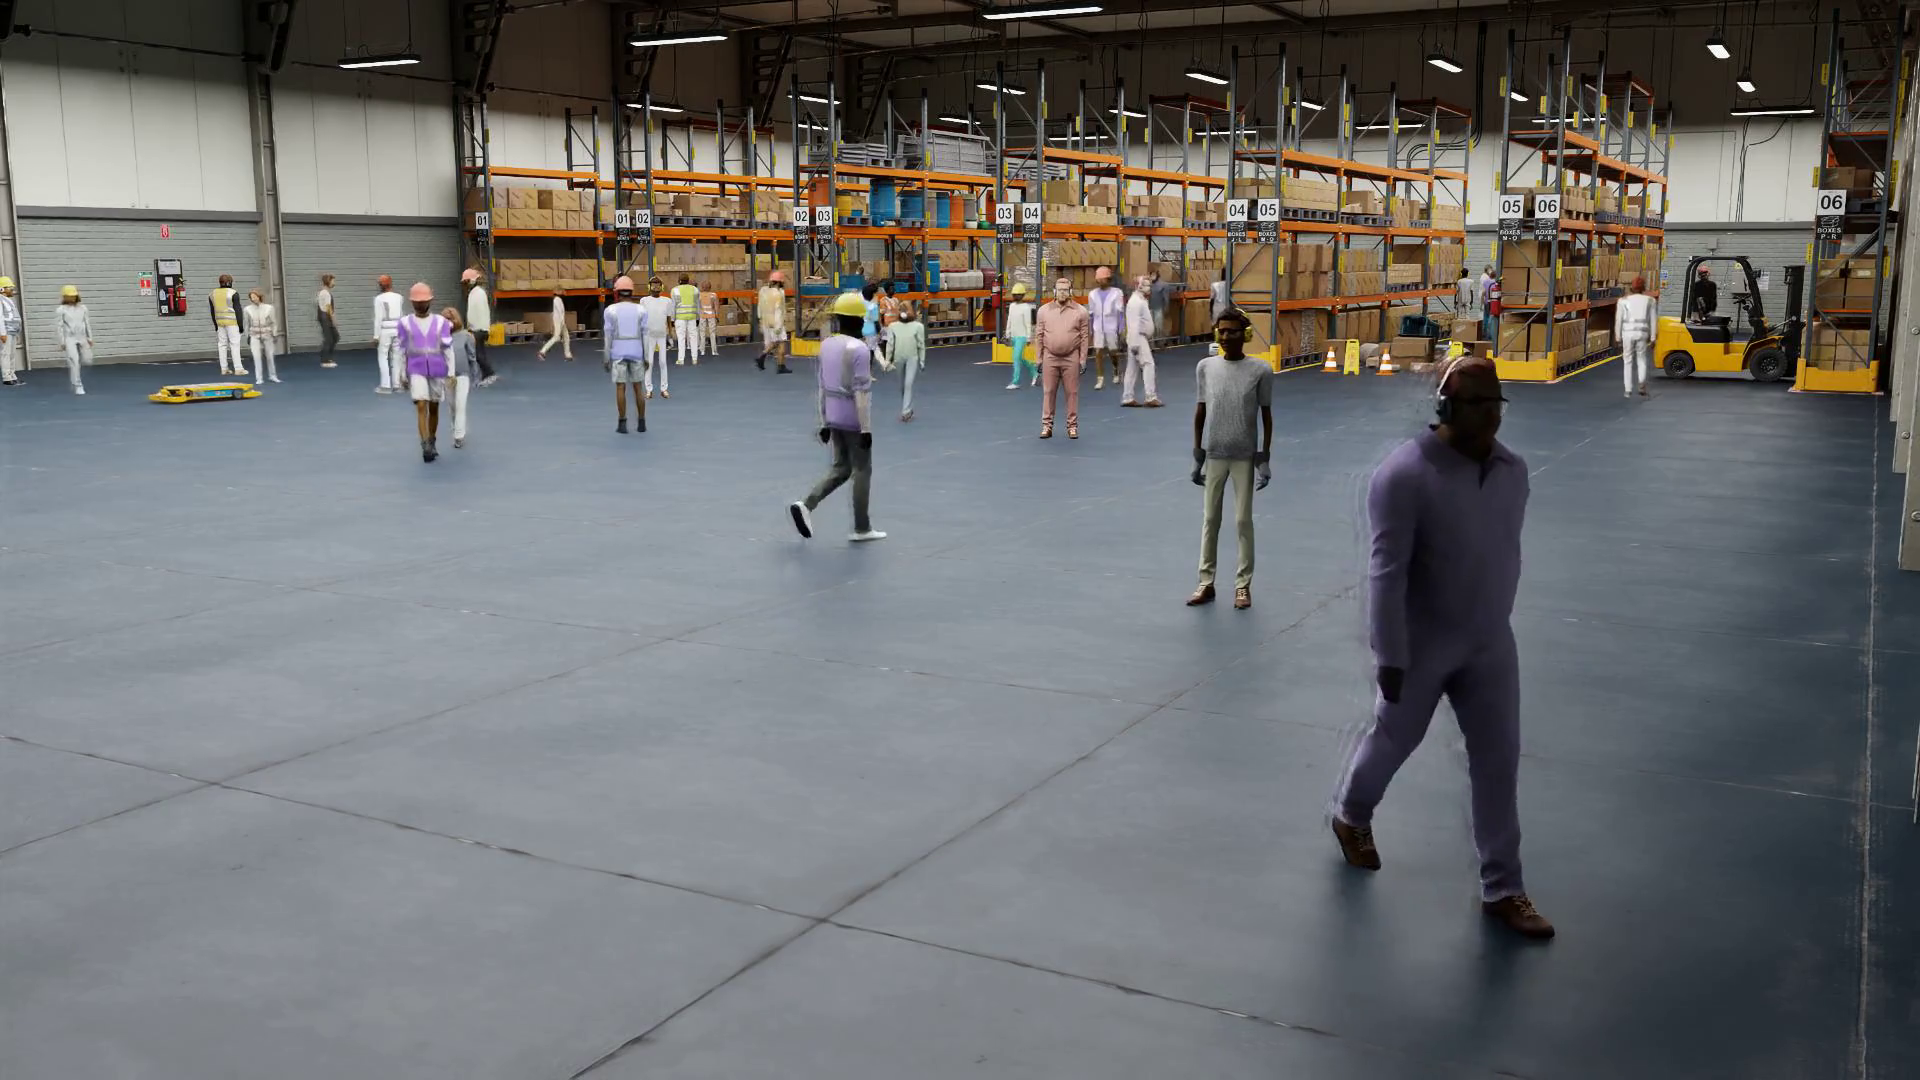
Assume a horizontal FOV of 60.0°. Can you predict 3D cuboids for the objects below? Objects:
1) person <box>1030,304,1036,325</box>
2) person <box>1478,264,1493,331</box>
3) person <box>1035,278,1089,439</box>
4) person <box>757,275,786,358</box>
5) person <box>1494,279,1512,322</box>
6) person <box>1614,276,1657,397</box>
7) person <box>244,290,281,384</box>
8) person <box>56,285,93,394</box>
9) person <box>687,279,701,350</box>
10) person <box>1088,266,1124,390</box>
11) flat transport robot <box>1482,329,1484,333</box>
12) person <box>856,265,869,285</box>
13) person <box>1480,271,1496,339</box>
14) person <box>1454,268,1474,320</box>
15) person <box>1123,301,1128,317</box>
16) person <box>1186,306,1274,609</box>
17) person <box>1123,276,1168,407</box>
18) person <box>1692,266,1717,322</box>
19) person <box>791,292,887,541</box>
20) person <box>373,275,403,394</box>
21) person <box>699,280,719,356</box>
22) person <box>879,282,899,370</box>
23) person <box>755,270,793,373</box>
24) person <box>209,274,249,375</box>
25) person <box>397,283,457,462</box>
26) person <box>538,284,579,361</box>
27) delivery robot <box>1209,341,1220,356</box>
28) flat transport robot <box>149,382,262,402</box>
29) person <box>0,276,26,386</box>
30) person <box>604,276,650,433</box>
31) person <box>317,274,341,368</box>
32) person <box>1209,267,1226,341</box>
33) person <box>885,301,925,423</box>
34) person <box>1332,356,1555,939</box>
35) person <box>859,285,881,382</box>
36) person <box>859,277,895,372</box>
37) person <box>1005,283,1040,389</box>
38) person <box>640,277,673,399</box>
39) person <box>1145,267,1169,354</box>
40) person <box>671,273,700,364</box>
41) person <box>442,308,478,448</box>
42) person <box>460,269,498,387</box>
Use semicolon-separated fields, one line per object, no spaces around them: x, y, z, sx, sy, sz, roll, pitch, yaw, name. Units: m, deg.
1.769;-5.256;37.989;0.391;1.914;0.587;-4;11;-23;person
15.149;-6.970;47.968;0.356;1.930;0.635;4;10;22;person
1.210;-2.159;19.860;0.641;1.913;0.408;1;10;7;person
-4.002;-4.784;35.561;0.604;1.791;0.800;-3;10;-18;person
14.052;-6.137;42.939;0.646;1.981;0.878;7;12;36;person
10.426;-3.129;25.691;0.585;1.864;0.432;2;10;11;person
-11.930;-3.470;28.433;0.530;1.607;0.601;-3;10;-16;person
-14.001;-3.166;26.287;0.438;1.727;0.500;7;12;34;person
-6.176;-5.221;38.588;0.522;1.637;0.306;6;11;32;person
2.411;-3.486;27.313;0.628;2.021;0.701;4;10;22;person
14.072;-5.817;46.069;0.652;0.197;1.431;7;12;36;flat transport robot
-2.630;-6.322;44.151;0.627;1.941;0.371;9;13;42;person
14.046;-6.200;43.939;0.588;1.791;1.036;3;10;14;person
13.522;-6.364;44.641;0.509;1.860;0.333;2;10;13;person
4.171;-6.196;43.569;0.658;1.893;0.542;6;11;30;person
1.680;-0.506;10.299;0.515;1.872;0.333;4;11;24;person
2.704;-2.836;23.886;0.785;1.881;0.673;1;10;7;person
16.641;-5.143;37.220;0.824;1.944;0.643;-9;14;-44;person
-0.903;-0.910;12.566;0.704;1.908;0.591;-7;12;-37;person
-9.048;-3.245;26.343;0.369;1.870;0.622;5;11;25;person
-5.524;-4.851;36.400;0.513;1.645;0.307;0;10;2;person
-1.334;-4.082;31.803;0.342;1.683;0.560;7;12;37;person
-3.442;-4.027;30.784;0.598;1.914;0.556;-5;11;-28;person
-13.433;-3.953;30.564;0.621;1.845;0.429;2;10;14;person
-5.709;-1.798;17.821;0.561;1.884;0.990;-4;11;-23;person
-8.357;-4.499;34.451;0.763;1.603;0.499;-2;10;-11;person
5.323;-3.897;33.725;0.477;0.478;0.707;5;11;28;delivery robot
-11.405;-2.244;25.152;0.652;0.197;1.431;7;12;36;flat transport robot
-15.964;-3.495;27.906;0.403;1.835;0.588;-2;10;-12;person
-4.111;-2.285;20.528;0.551;1.933;0.377;-4;10;-20;person
-12.326;-4.271;32.474;0.437;1.823;0.502;-3;10;-19;person
5.804;-5.048;36.685;0.636;1.945;0.509;0;10;-2;person
-0.711;-2.374;22.065;0.504;1.602;0.848;2;10;13;person
1.609;0.303;5.609;0.658;1.862;0.981;-4;10;-22;person
-1.595;-3.567;28.766;0.548;1.680;0.363;8;12;38;person
-1.661;-4.047;31.328;1.032;1.766;0.657;3;10;16;person
1.033;-3.360;27.387;0.736;1.740;0.531;-6;11;-32;person
-4.652;-3.095;25.482;0.508;1.864;0.329;-3;10;-17;person
4.321;-5.103;37.073;0.643;1.927;0.433;6;11;30;person
-5.535;-4.451;33.482;0.619;1.845;0.430;-5;11;-27;person
-5.810;-1.862;19.089;0.519;1.593;0.865;-1;10;-7;person
-7.990;-3.497;27.560;0.460;1.964;0.617;-5;11;-29;person
